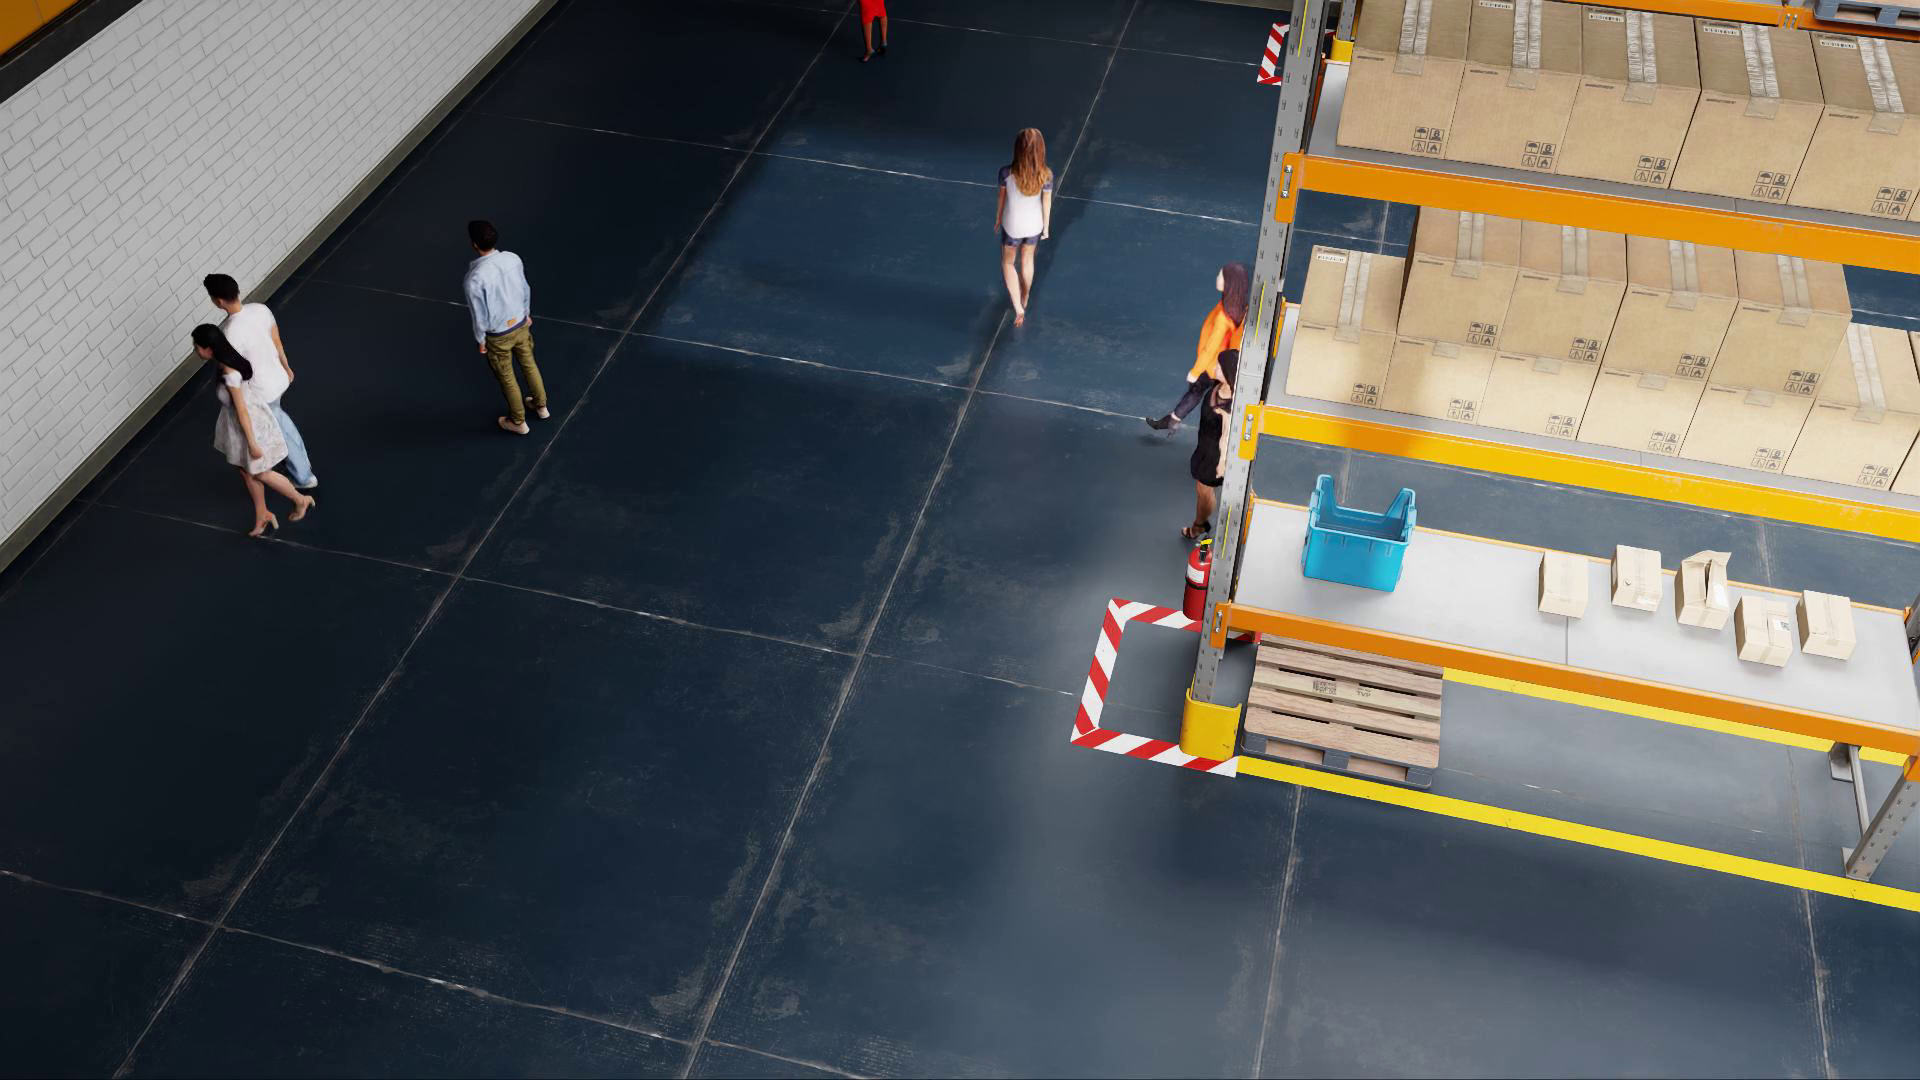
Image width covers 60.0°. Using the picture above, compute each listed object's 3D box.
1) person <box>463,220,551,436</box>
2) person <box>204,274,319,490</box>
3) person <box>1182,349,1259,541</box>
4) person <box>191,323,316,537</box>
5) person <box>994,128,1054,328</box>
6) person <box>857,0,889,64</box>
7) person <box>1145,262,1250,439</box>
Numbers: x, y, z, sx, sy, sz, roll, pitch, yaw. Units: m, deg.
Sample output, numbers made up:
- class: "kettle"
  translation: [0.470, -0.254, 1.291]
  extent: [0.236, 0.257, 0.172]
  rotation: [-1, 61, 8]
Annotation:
- class: "person"
  translation: [-3.416, -1.595, 12.453]
  extent: [0.704, 1.811, 0.753]
  rotation: [27, 50, 25]
- class: "person"
  translation: [-4.910, -1.101, 11.913]
  extent: [0.629, 1.841, 0.680]
  rotation: [8, 44, 8]
- class: "person"
  translation: [1.900, -0.609, 11.500]
  extent: [0.907, 1.698, 0.682]
  rotation: [13, 45, 13]
- class: "person"
  translation: [-4.922, -0.741, 11.596]
  extent: [0.914, 1.757, 0.854]
  rotation: [-15, 46, -16]
- class: "person"
  translation: [0.505, -2.491, 13.468]
  extent: [0.941, 1.709, 0.880]
  rotation: [-4, 44, -4]
- class: "person"
  translation: [-0.916, -5.658, 16.768]
  extent: [0.642, 1.743, 0.666]
  rotation: [-32, 52, -29]
- class: "person"
  translation: [1.988, -1.236, 12.151]
  extent: [1.092, 1.708, 0.656]
  rotation: [13, 45, 13]
